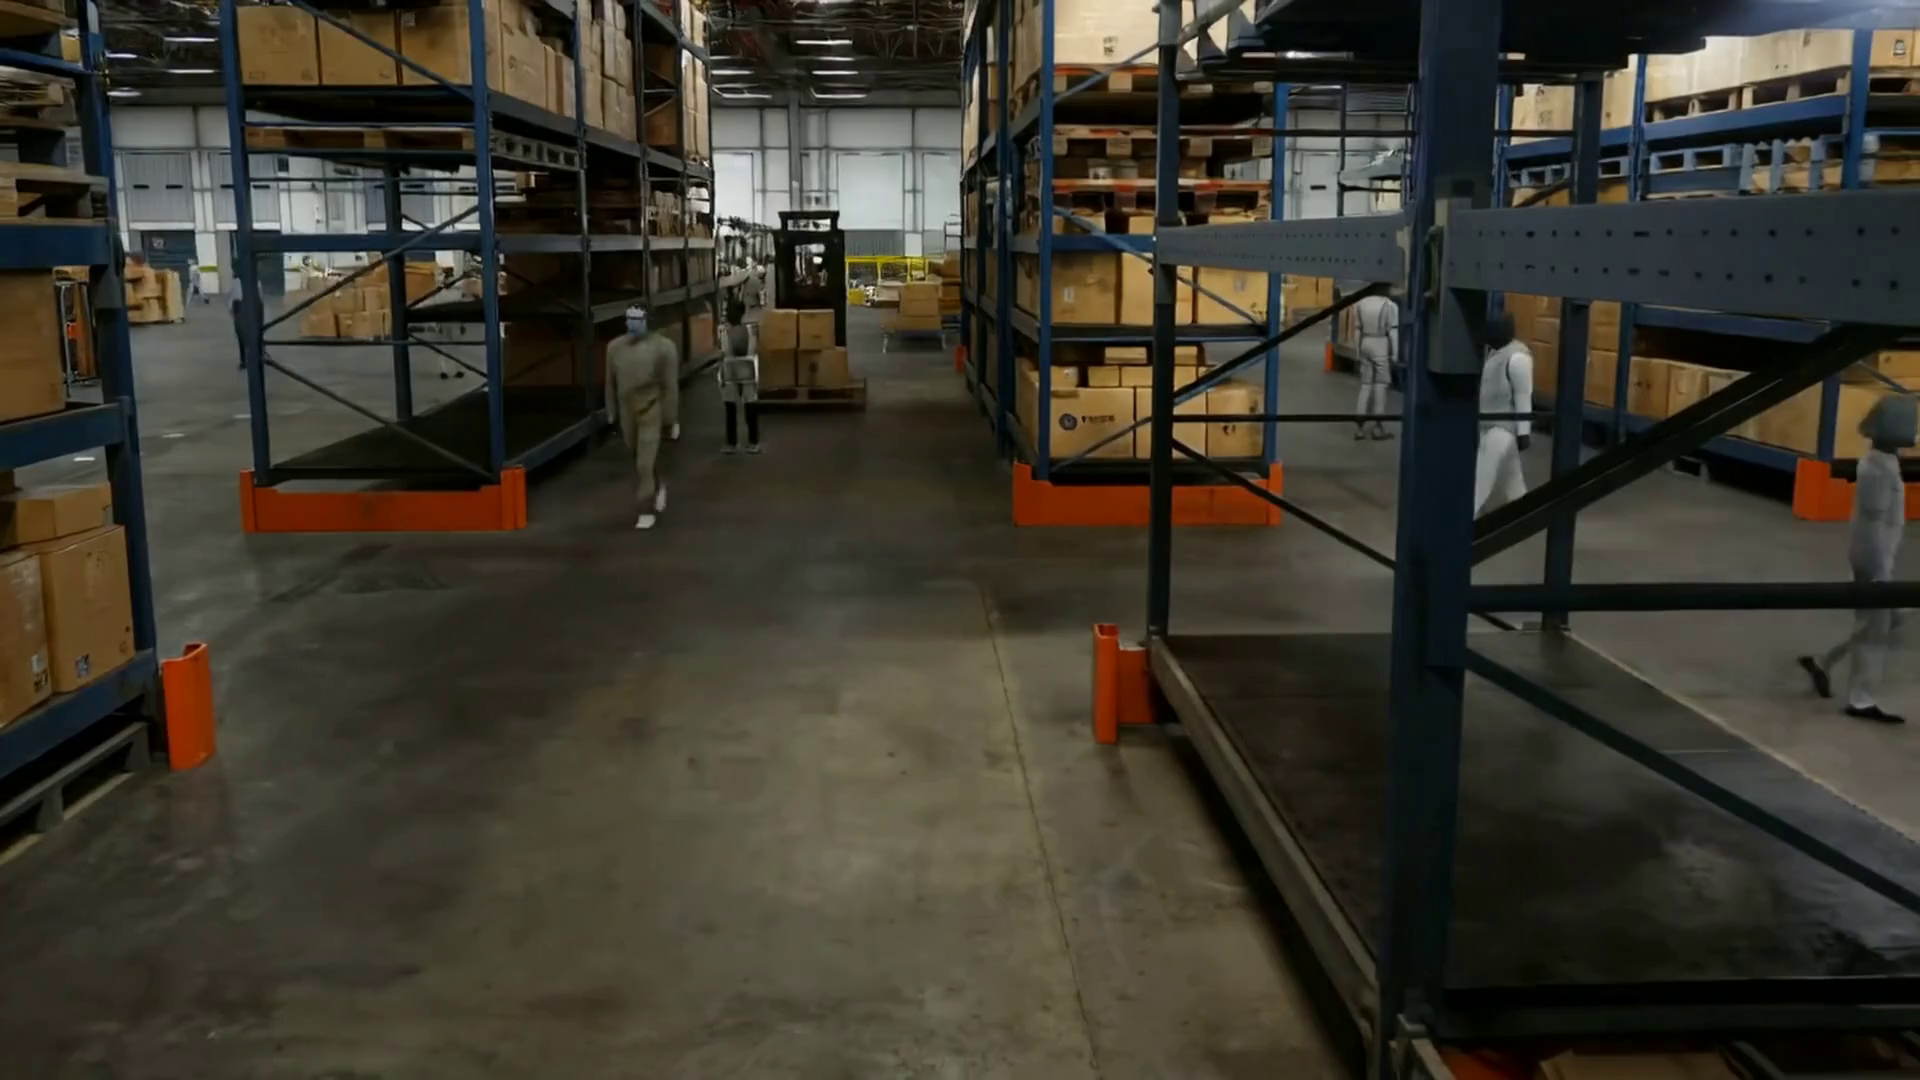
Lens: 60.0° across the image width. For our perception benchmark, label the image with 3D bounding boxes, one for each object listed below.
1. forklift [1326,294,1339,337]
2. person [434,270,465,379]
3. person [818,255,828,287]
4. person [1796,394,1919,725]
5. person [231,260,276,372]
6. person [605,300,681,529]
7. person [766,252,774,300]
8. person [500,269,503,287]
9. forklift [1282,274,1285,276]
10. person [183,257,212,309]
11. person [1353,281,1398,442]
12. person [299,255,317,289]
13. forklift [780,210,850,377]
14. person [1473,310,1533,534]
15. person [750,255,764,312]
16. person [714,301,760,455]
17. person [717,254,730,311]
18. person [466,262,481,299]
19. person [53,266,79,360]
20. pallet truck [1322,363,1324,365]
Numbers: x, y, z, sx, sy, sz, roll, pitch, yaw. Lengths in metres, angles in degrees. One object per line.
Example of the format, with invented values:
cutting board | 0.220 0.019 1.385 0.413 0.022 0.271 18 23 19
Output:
forklift | 9.752 -6.140 39.328 1.873 2.768 1.129 0 10 -2
person | -8.738 -3.686 28.486 0.509 1.867 0.328 -7 13 -36
person | -3.722 -6.911 46.184 0.375 1.959 0.600 -5 11 -26
person | 4.428 0.093 8.100 0.416 1.617 0.517 4 11 23
person | -12.764 -4.032 29.921 0.720 2.000 0.694 6 12 30
person | -2.628 -1.070 13.920 0.659 1.881 0.846 3 11 15
person | -7.702 -10.732 67.539 0.364 1.934 0.553 -1 10 -3
person | -16.777 -9.241 59.922 0.621 1.672 0.558 8 13 38
forklift | 11.395 -10.054 61.131 1.873 2.768 1.129 -4 11 -19
person | -26.809 -9.015 58.399 0.971 1.797 0.637 1 10 4
person | 4.906 -2.175 19.563 0.378 2.045 0.605 -8 13 -37
person | -21.789 -8.581 55.586 0.645 1.927 0.642 6 12 31
forklift | -2.319 -3.754 26.031 1.129 2.768 1.873 0 10 -2
person | 4.150 -0.896 13.121 0.915 1.799 0.652 0 10 -2
person | -6.761 -8.508 55.272 0.451 1.891 0.660 7 12 33
person | -2.462 -1.790 18.385 0.536 1.697 0.322 -6 12 -28
person | -7.823 -8.554 55.438 0.505 1.920 0.686 7 13 36
person | -15.089 -7.767 51.687 0.893 1.700 0.493 7 12 33
person | -17.736 -4.528 32.980 0.551 1.932 0.378 -6 12 -30
pallet truck | 7.712 -4.157 30.737 1.885 1.965 0.823 3 11 16
